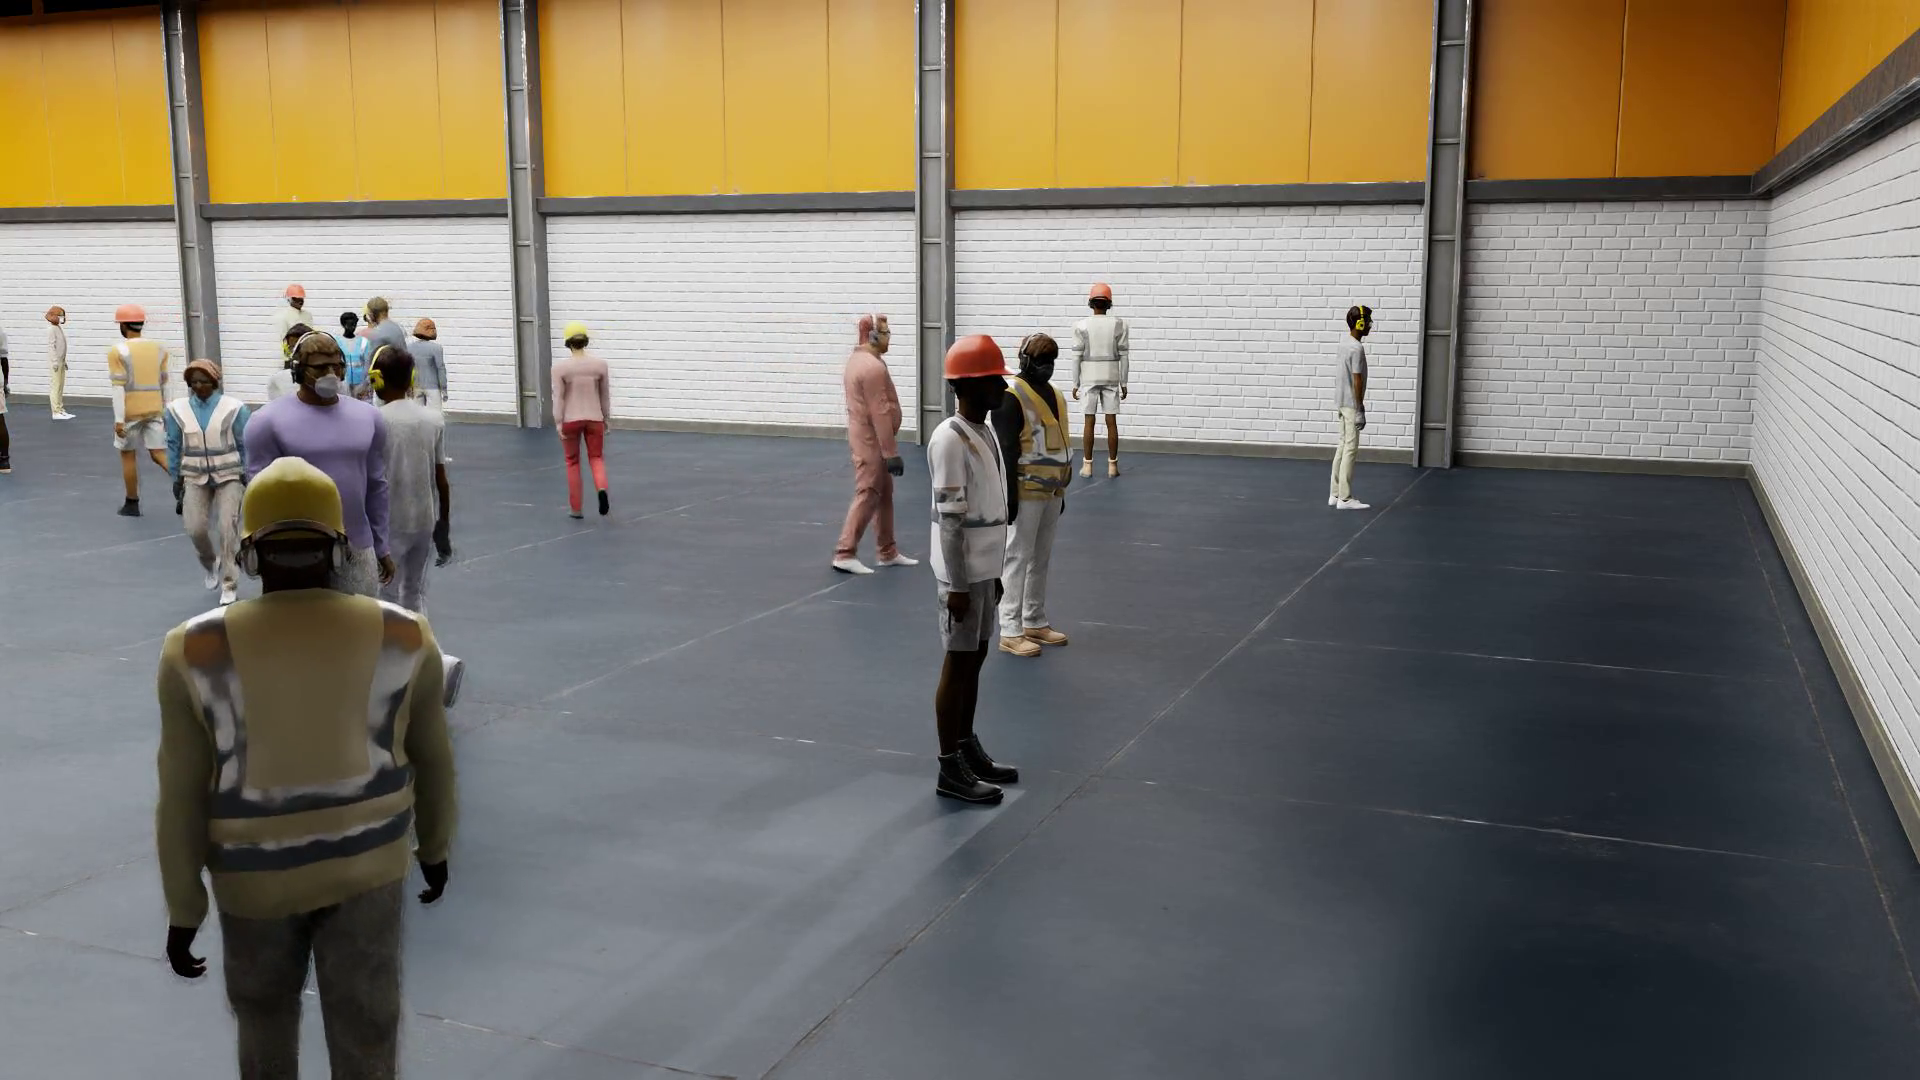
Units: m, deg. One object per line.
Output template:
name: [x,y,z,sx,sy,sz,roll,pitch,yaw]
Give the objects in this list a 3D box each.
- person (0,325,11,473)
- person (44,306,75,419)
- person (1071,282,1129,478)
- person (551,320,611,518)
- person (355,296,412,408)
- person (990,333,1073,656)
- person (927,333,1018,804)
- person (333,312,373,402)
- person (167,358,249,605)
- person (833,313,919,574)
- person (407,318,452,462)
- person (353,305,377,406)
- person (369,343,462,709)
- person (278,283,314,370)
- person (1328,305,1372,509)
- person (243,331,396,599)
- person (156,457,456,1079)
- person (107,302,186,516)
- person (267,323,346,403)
person: [-10.409,-1.668,17.674,0.367,1.966,0.607,6,11,33]
person: [-13.084,-2.570,24.142,0.278,1.633,0.499,-2,10,-13]
person: [1.465,-1.669,17.448,0.608,2.044,0.371,0,9,-1]
person: [-3.278,-1.038,14.503,0.535,1.749,0.529,-5,11,-28]
person: [-6.243,-1.672,17.941,1.016,1.879,0.632,0,9,-2]
person: [0.432,-0.267,9.574,0.429,1.838,0.634,6,11,32]
person: [0.062,0.114,6.951,0.351,1.942,0.547,3,10,16]
person: [-7.321,-1.905,20.022,0.550,1.651,0.824,-5,11,-30]
person: [-4.930,-0.396,10.989,0.532,1.624,0.449,-2,10,-11]
person: [-0.630,-0.697,12.076,0.583,1.909,0.663,-2,10,-11]
person: [-6.003,-1.684,18.776,0.507,1.631,0.277,3,10,19]
person: [-7.271,-2.061,20.698,0.526,1.762,0.346,-2,10,-11]
person: [-2.703,-0.040,8.178,0.662,1.845,0.528,7,12,37]
person: [-9.090,-2.521,22.794,0.672,1.979,0.634,3,10,19]
person: [3.587,-1.208,15.214,0.317,1.861,0.516,-1,9,-4]
person: [-2.782,0.056,7.315,0.372,1.940,0.632,9,13,44]
person: [-1.480,0.704,3.801,0.627,1.792,0.868,-5,10,-26]
person: [-7.148,-1.132,14.624,0.805,1.916,0.550,6,11,31]
person: [-4.279,-0.476,10.822,0.525,1.847,0.715,-1,9,-4]
